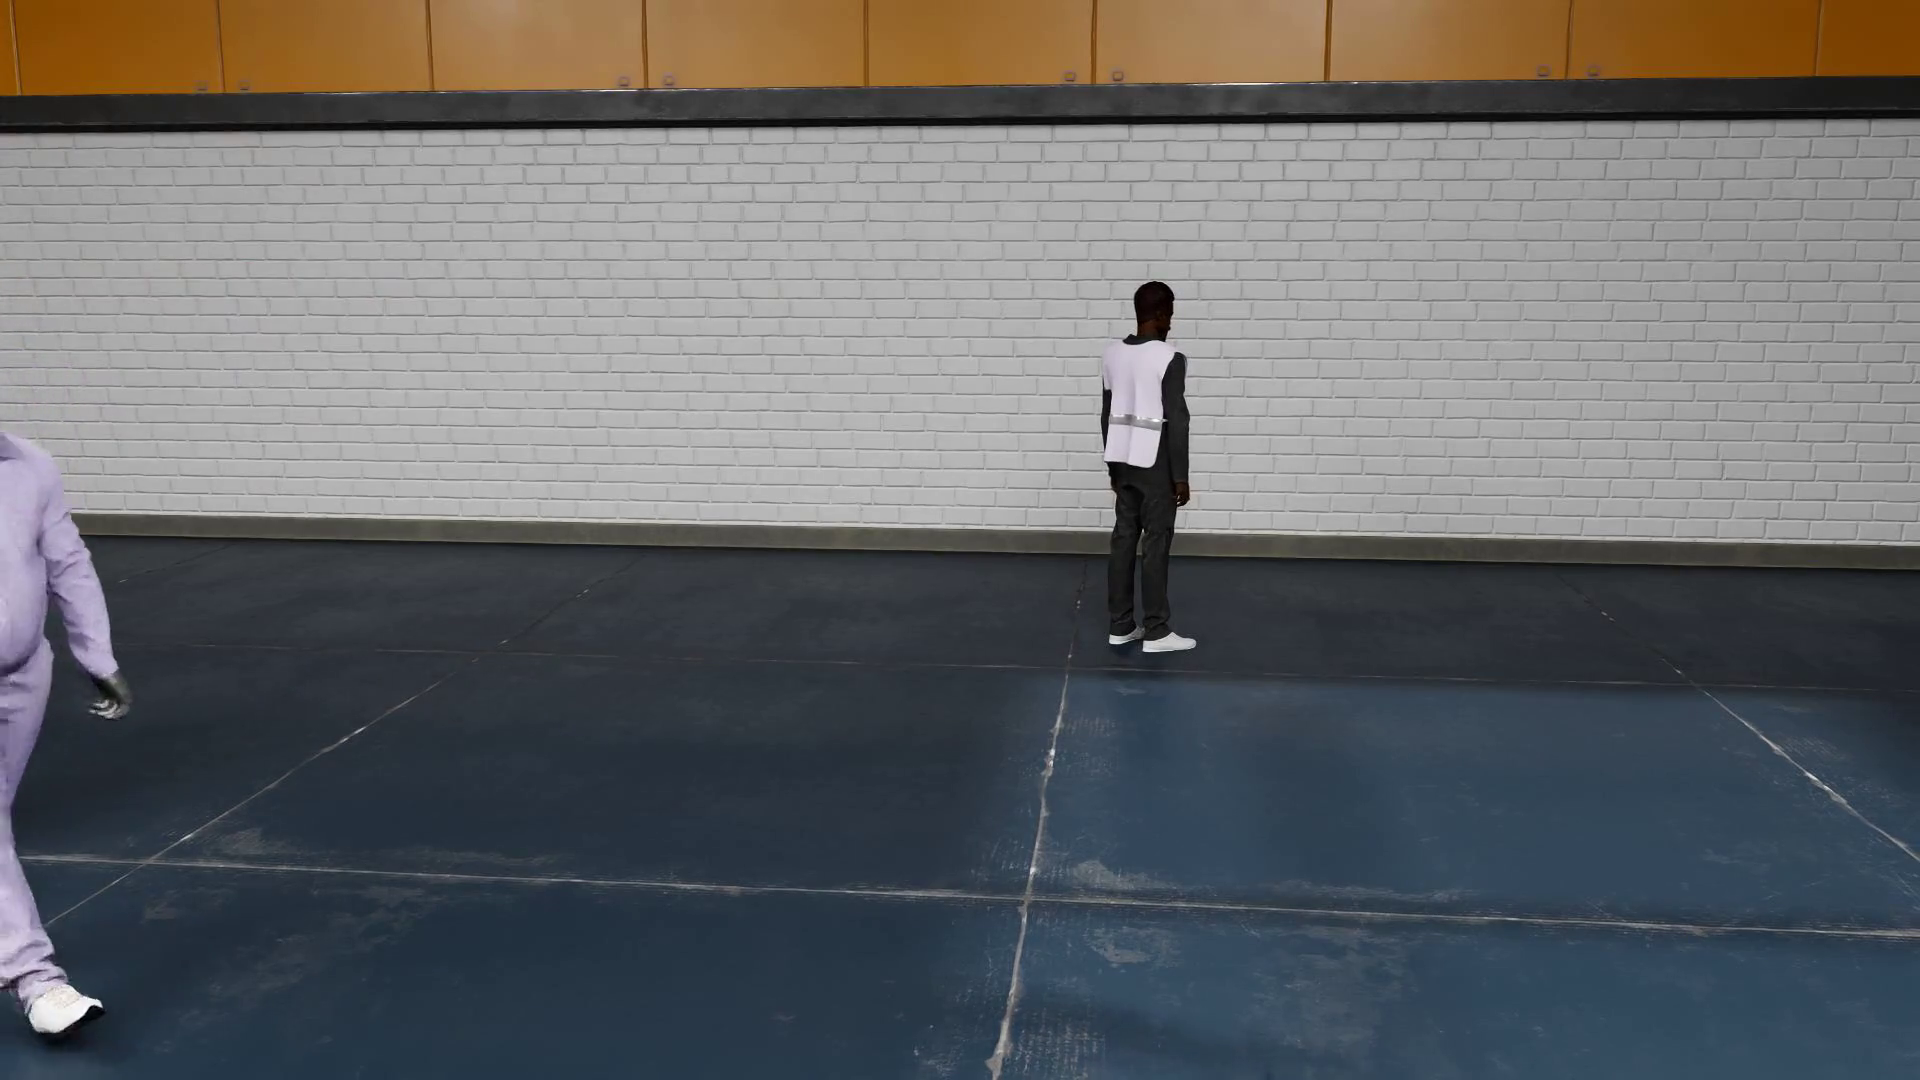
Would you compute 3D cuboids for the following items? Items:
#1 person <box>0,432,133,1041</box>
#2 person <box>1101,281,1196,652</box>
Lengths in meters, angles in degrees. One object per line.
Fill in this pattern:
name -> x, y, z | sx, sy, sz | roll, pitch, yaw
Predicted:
person -> -2.577, 0.383, 4.426 | 0.979, 1.856, 0.664 | 5, 11, 28
person -> 0.959, -0.375, 8.623 | 0.393, 1.915, 0.589 | -8, 12, -37
